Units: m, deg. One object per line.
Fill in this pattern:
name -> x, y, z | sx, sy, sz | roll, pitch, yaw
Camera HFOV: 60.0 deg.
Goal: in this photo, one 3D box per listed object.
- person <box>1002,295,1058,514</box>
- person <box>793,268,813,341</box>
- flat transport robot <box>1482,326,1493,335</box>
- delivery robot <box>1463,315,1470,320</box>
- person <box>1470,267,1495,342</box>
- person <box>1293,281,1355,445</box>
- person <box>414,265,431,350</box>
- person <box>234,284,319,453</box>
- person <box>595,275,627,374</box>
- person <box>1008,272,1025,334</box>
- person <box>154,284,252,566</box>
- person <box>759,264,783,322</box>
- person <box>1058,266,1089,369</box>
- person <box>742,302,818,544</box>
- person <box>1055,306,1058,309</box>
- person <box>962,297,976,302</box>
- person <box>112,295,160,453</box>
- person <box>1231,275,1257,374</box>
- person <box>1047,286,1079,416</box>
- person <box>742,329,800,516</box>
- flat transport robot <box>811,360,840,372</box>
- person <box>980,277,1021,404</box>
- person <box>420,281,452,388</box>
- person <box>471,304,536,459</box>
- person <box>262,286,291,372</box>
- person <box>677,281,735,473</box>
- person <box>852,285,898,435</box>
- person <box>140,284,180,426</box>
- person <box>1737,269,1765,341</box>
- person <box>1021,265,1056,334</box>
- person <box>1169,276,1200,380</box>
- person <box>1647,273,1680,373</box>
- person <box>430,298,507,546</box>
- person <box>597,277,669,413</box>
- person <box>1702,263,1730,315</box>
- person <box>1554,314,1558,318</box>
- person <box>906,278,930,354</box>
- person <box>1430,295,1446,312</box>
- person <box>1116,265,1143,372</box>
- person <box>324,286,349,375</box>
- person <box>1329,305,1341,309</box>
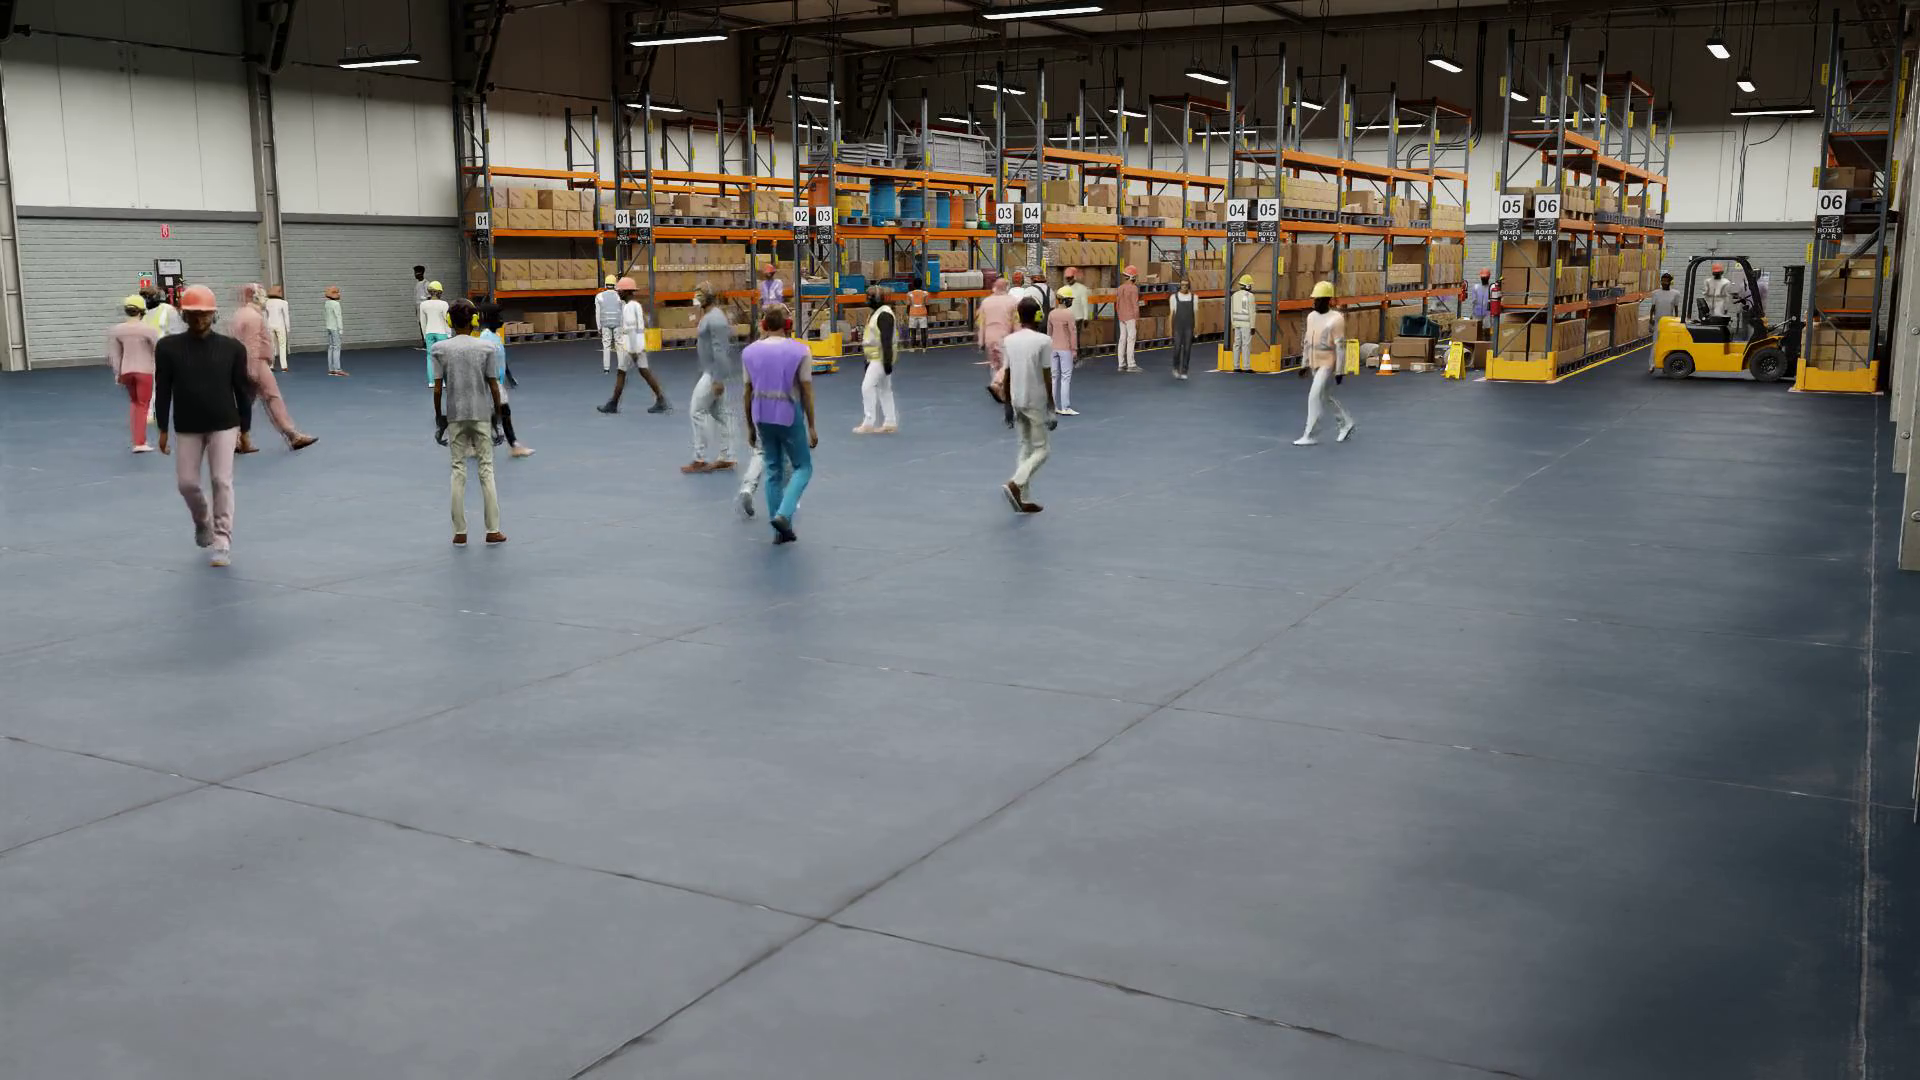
person -> 0.543, -1.109, 13.891 | 0.543, 1.850, 0.533 | 9, 13, 41
person -> -3.622, -5.385, 38.760 | 0.407, 1.910, 0.639 | -6, 12, -33
flat transport robot -> 14.555, -5.765, 45.767 | 0.652, 0.197, 1.431 | 0, 10, -2
delivery robot -> 13.835, -5.918, 45.555 | 0.707, 0.478, 0.477 | -2, 10, -9
person -> 11.175, -4.848, 35.531 | 0.551, 1.932, 0.378 | 5, 11, 29
person -> 4.271, -2.053, 19.295 | 0.908, 1.899, 0.580 | -4, 11, -23
person -> -12.453, -5.382, 38.568 | 0.367, 1.964, 0.609 | -9, 13, -44
person -> -7.699, -1.900, 18.468 | 0.967, 1.856, 0.681 | -6, 12, -33
person -> -6.413, -3.970, 30.690 | 0.592, 1.833, 0.404 | -1, 10, -7
person -> 1.067, -3.953, 30.445 | 0.573, 1.883, 0.353 | 3, 10, 19
person -> -5.354, -0.820, 11.806 | 0.628, 1.981, 0.648 | -3, 10, -19
person -> -4.275, -5.279, 37.908 | 0.615, 2.007, 0.929 | 2, 10, 14
person -> 2.154, -4.247, 31.889 | 0.626, 1.970, 0.451 | 9, 13, 41
person -> -1.352, -0.868, 12.507 | 0.602, 1.831, 0.432 | 3, 10, 19
person -> 1.910, -5.209, 37.669 | 0.625, 1.934, 0.363 | 0, 10, 2
person -> 0.331, -8.002, 54.974 | 0.507, 1.605, 0.795 | -3, 10, -19
person -> -9.135, -1.857, 18.602 | 0.529, 1.742, 0.701 | 1, 10, 6
person -> 5.250, -3.972, 30.698 | 0.404, 1.835, 0.590 | -6, 11, -30
person -> 1.422, -2.590, 22.814 | 0.328, 1.765, 0.532 | -8, 13, -40
person -> -1.588, -1.058, 13.971 | 0.493, 1.716, 0.732 | 3, 10, 19
flat transport robot -> -2.865, -3.204, 30.770 | 0.652, 0.197, 1.431 | 5, 11, 26
person -> 0.537, -2.891, 24.265 | 0.667, 1.876, 0.731 | 5, 11, 28
person -> -8.644, -3.387, 27.500 | 0.524, 1.759, 0.328 | 2, 10, 10
person -> -4.904, -1.690, 17.814 | 0.809, 1.660, 0.548 | -2, 10, -10
person -> -12.862, -3.965, 31.287 | 0.494, 1.628, 0.297 | 1, 10, 4
person -> -2.613, -1.623, 16.689 | 0.738, 1.918, 0.655 | -2, 10, -14
person -> -1.083, -2.184, 20.279 | 0.727, 1.816, 0.653 | -2, 10, -12
person -> -10.370, -2.400, 21.553 | 0.630, 1.817, 0.772 | 1, 10, 3
person -> 18.701, -5.466, 39.345 | 0.592, 1.878, 0.984 | 4, 10, 22
person -> 1.238, -3.554, 27.648 | 0.693, 2.000, 0.535 | -9, 14, -44
person -> 3.956, -3.713, 29.236 | 0.511, 1.824, 0.703 | 0, 10, -1
person -> 13.094, -4.030, 30.955 | 0.518, 1.865, 0.329 | 4, 10, 21
person -> -3.698, -0.880, 12.522 | 0.520, 1.862, 0.327 | -1, 10, -8
person -> -4.520, -2.688, 23.029 | 1.008, 1.893, 0.566 | 1, 10, 5
person -> 18.378, -5.722, 40.440 | 0.611, 2.018, 0.775 | 8, 12, 38
person -> 16.017, -6.308, 45.001 | 0.588, 1.612, 0.575 | 3, 10, 18
person -> -0.941, -5.014, 37.202 | 0.535, 1.697, 0.318 | -2, 10, -9
person -> 13.606, -6.888, 47.594 | 0.964, 1.887, 0.570 | 7, 12, 34
person -> 3.198, -4.176, 31.419 | 0.378, 1.996, 0.611 | -6, 11, -31
person -> -11.437, -3.828, 30.443 | 0.509, 1.632, 0.267 | 9, 13, 44
person -> 9.009, -5.658, 40.435 | 0.565, 1.884, 0.987 | 5, 11, 27
